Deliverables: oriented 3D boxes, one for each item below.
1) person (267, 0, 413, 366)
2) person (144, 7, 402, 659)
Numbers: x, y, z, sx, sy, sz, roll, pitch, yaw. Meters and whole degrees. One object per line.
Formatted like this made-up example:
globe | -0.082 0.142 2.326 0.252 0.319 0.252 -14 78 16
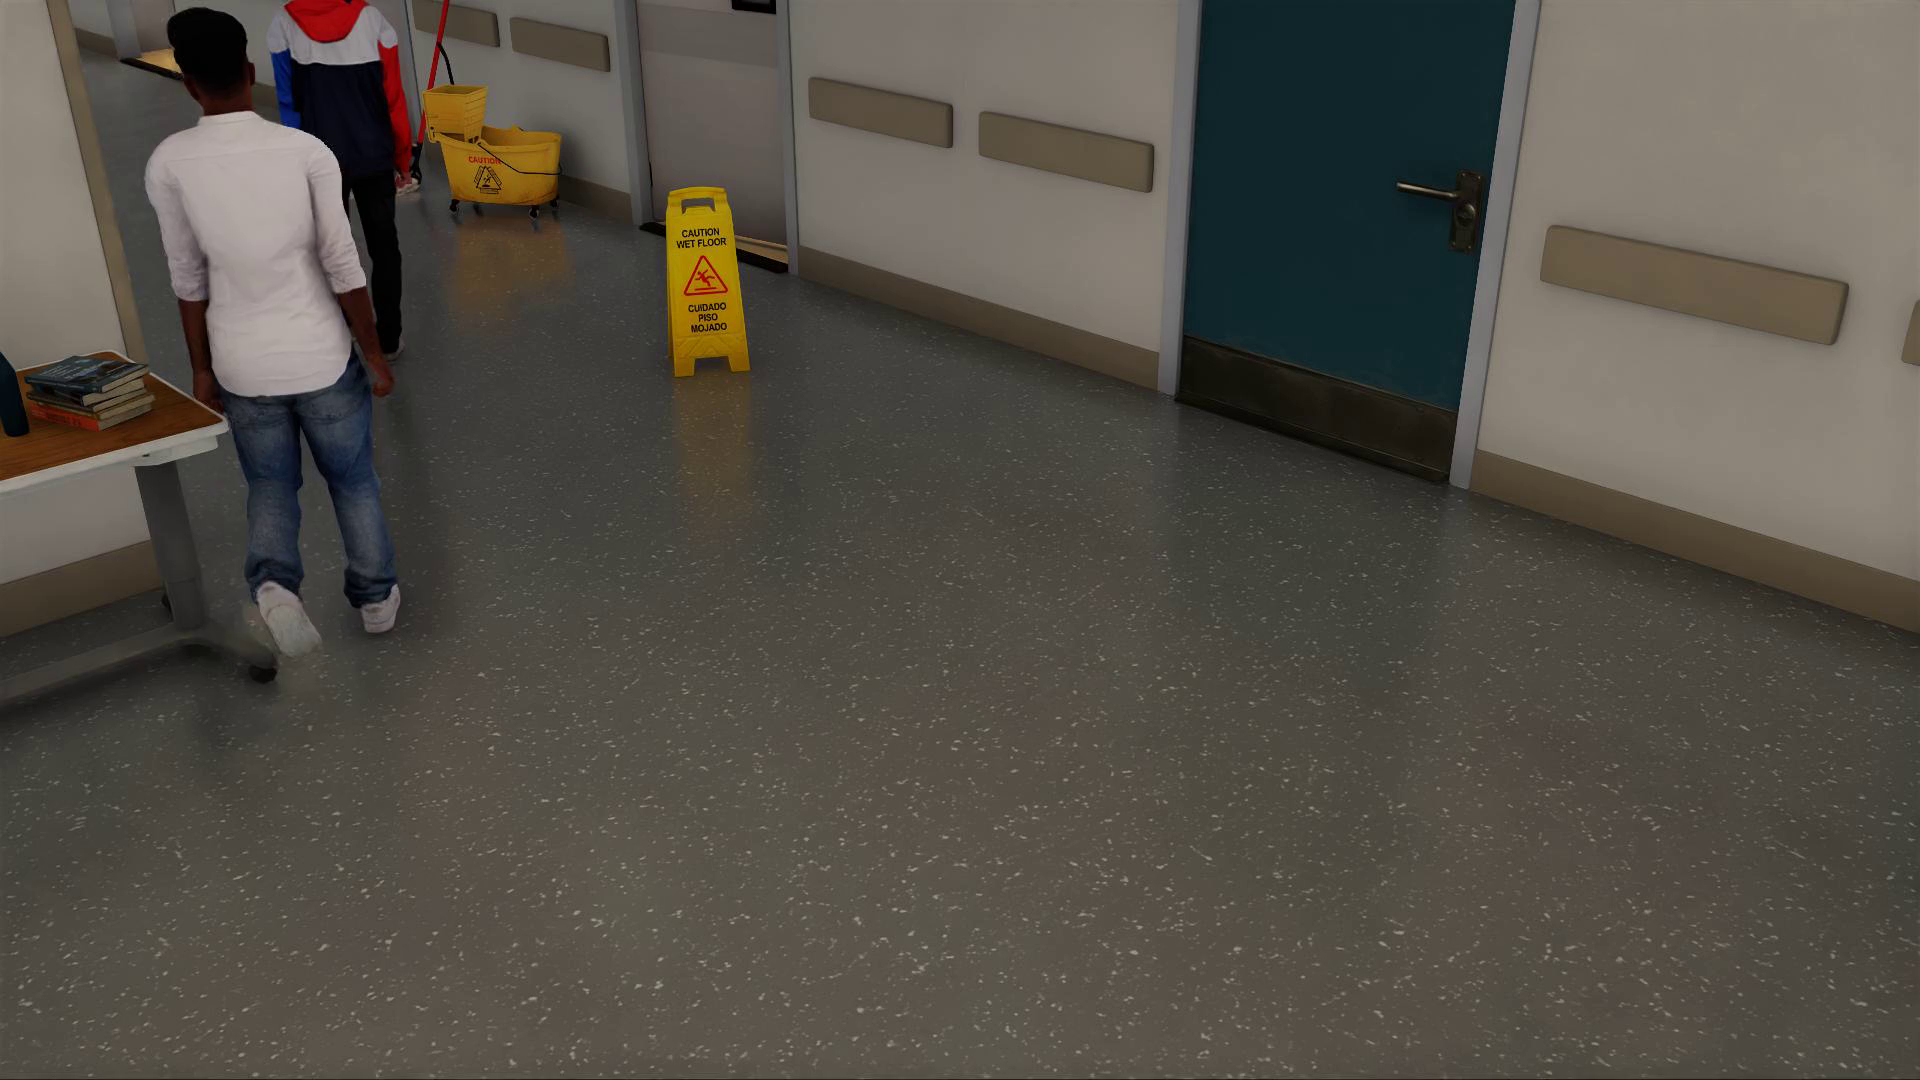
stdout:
person | -2.475 -1.538 6.737 0.745 1.745 0.756 -9 27 -17
person | -1.864 -0.479 4.504 0.980 1.776 1.085 -3 26 -5
